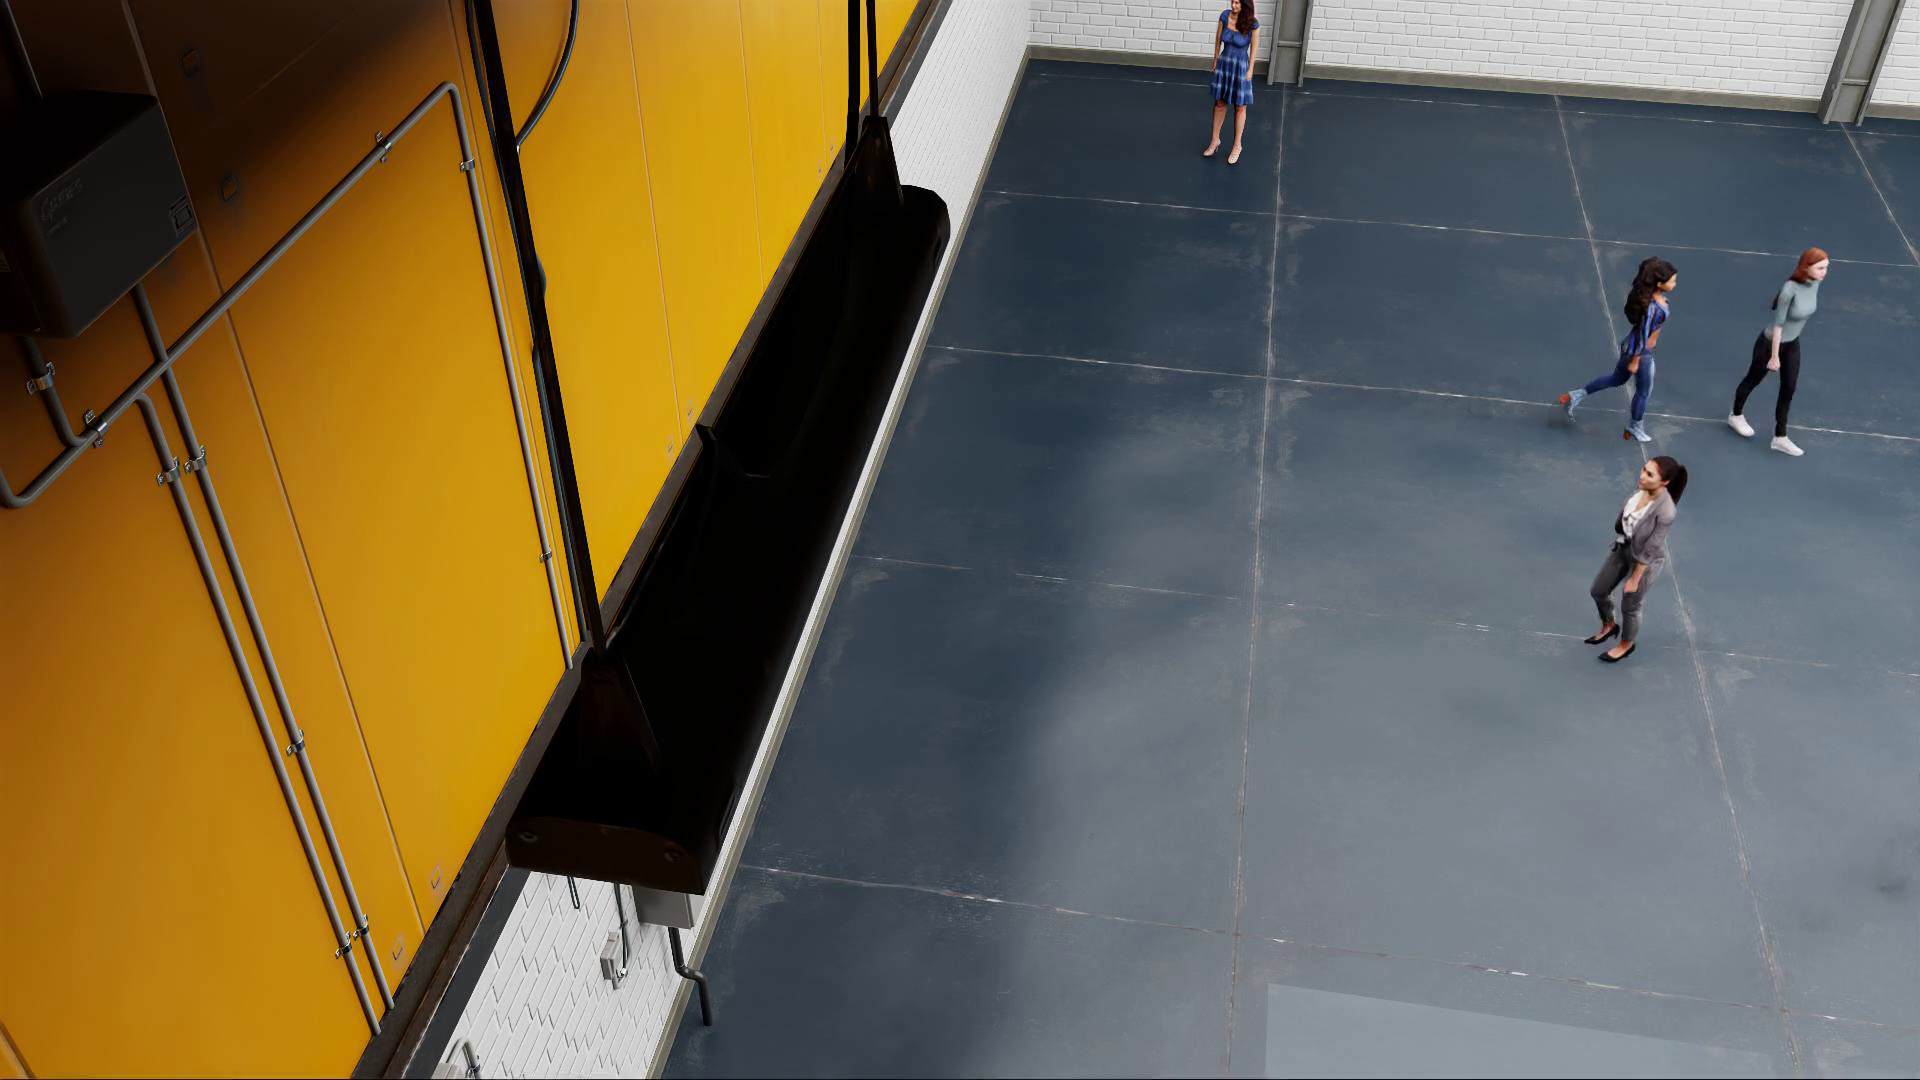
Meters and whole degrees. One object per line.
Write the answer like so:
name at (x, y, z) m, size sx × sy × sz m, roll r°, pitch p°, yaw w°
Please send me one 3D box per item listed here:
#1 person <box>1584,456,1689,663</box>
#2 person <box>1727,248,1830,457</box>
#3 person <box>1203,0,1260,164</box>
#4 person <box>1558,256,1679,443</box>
person at (4.526, 0.145, 10.922) m, size 0.690 × 1.663 × 0.696 m, roll -5°, pitch 39°, yaw -6°
person at (6.321, -1.543, 12.990) m, size 0.968 × 1.721 × 0.978 m, roll -17°, pitch 42°, yaw -20°
person at (2.766, -4.717, 16.896) m, size 0.680 × 1.805 × 0.813 m, roll 25°, pitch 45°, yaw 28°
person at (5.220, -1.483, 13.013) m, size 1.038 × 1.597 × 0.718 m, roll 12°, pitch 40°, yaw 15°
